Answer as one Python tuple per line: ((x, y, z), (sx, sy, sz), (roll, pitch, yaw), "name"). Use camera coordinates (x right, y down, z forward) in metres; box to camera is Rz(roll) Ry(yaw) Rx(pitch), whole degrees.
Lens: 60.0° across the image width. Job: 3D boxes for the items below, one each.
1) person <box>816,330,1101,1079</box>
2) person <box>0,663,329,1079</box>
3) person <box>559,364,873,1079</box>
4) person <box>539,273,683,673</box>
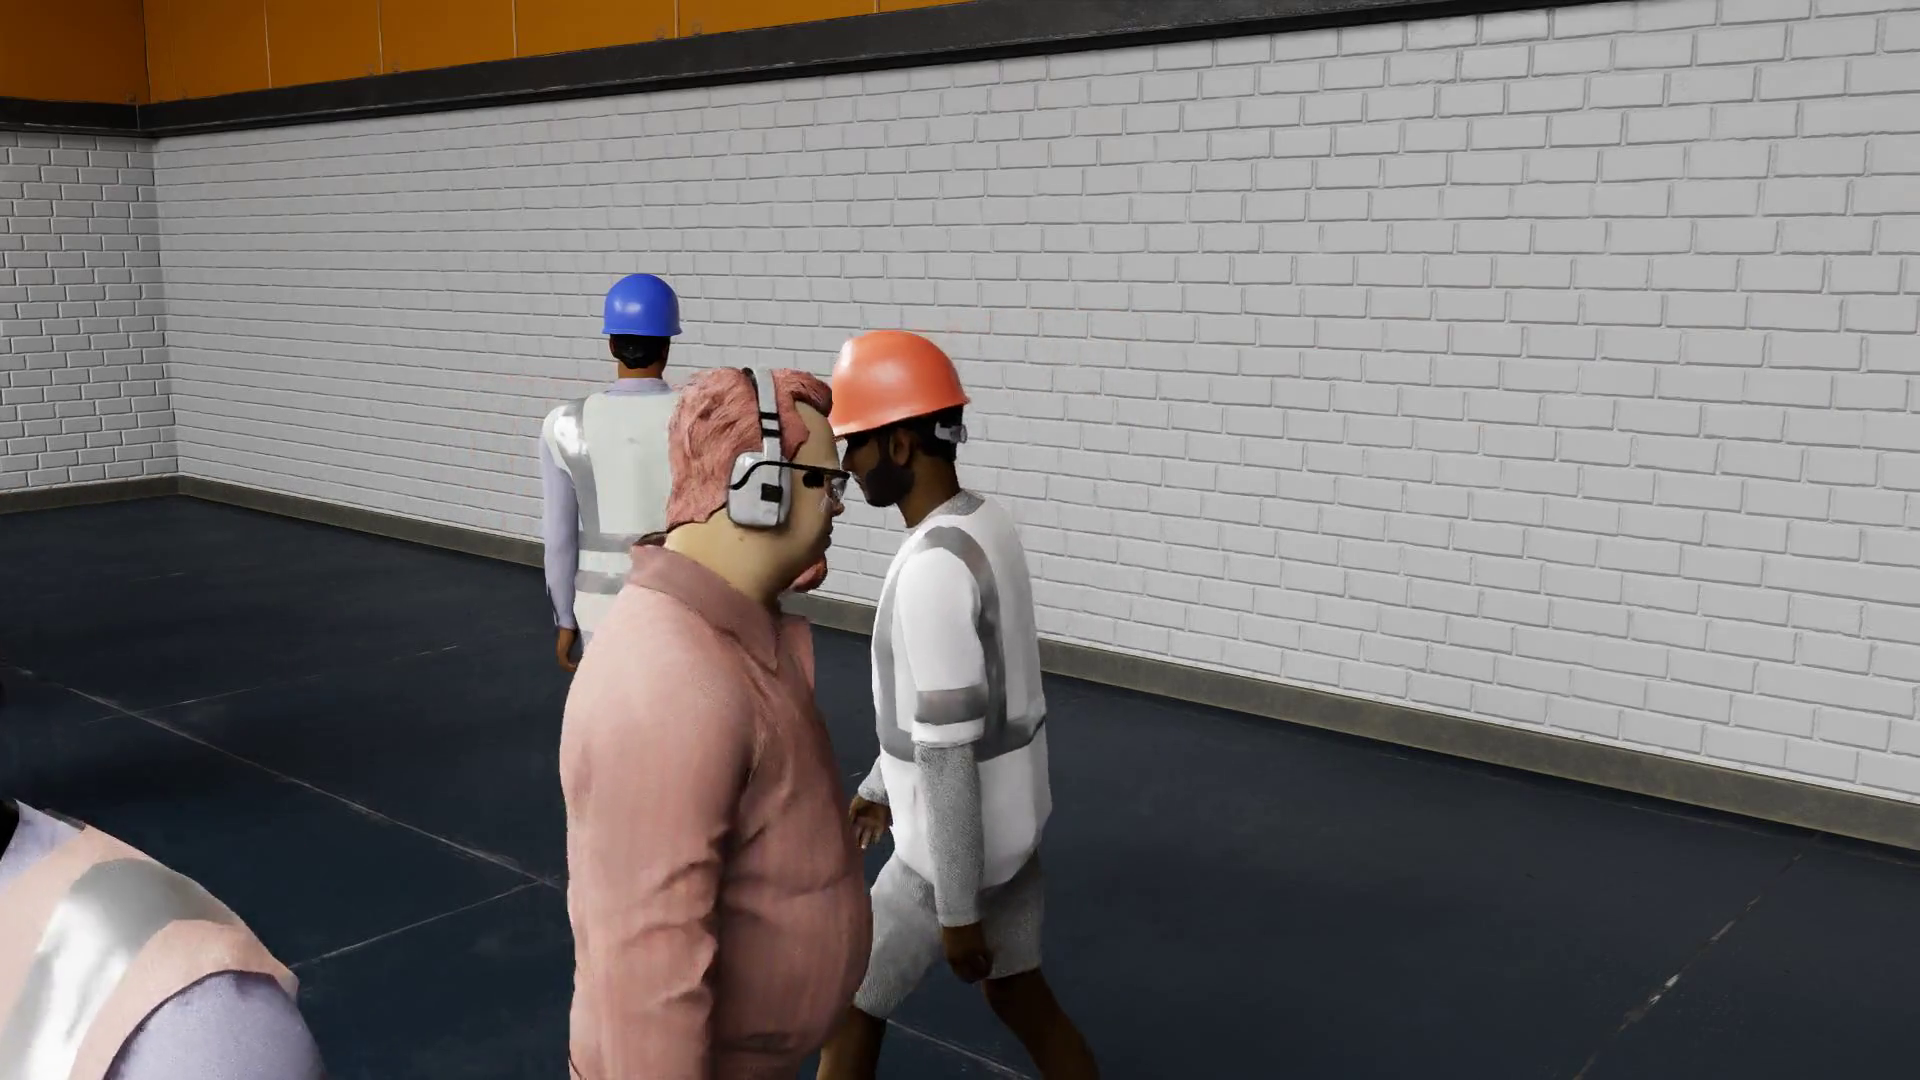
((-0.078, 0.540, 3.183), (0.916, 1.871, 0.554), (3, 10, 15), "person")
((-0.854, 0.909, 1.289), (0.634, 1.802, 0.909), (4, 11, 23), "person")
((-0.421, 0.710, 2.217), (0.614, 1.876, 0.694), (-1, 10, -3), "person")
((-0.892, 0.213, 4.827), (0.602, 1.949, 0.390), (-1, 10, -3), "person")
